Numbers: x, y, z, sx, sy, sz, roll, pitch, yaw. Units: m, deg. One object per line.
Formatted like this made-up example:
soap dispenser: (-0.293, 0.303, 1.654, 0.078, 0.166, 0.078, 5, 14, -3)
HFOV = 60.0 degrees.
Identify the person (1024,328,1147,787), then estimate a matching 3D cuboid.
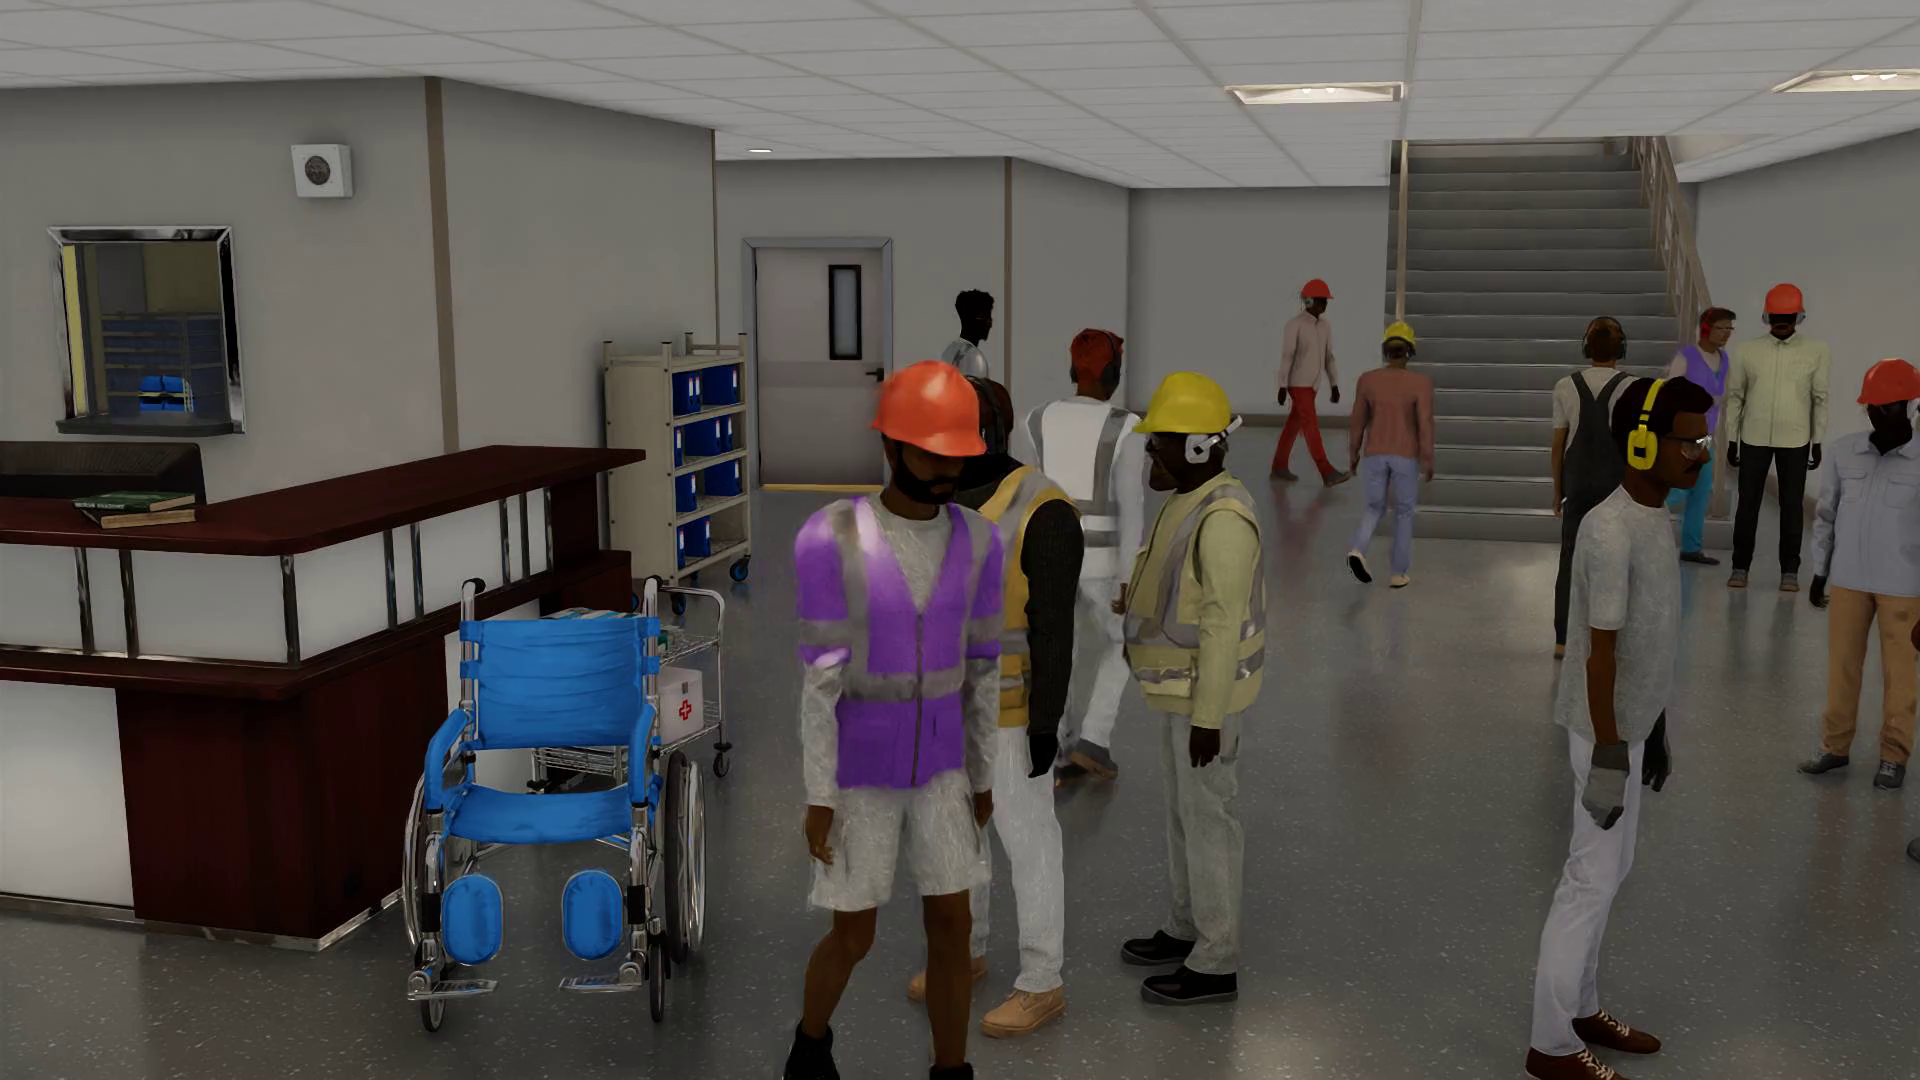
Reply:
person: (0.507, 0.085, 6.738, 0.581, 1.870, 0.438, 6, 11, 32)

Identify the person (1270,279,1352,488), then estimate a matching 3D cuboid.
person: (3.329, -1.471, 15.670, 1.024, 1.934, 0.640, 9, 13, 44)

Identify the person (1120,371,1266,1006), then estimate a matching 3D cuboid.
person: (0.673, 0.425, 4.858, 0.403, 1.828, 0.596, -1, 10, -5)

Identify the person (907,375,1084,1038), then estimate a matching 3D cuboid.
person: (0.052, 0.455, 4.665, 0.431, 1.836, 0.626, -9, 13, -44)

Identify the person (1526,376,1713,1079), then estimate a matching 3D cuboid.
person: (1.701, 0.507, 4.286, 0.336, 1.861, 0.496, 6, 11, 31)

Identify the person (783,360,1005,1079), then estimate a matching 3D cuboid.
person: (-0.132, 0.532, 3.923, 0.581, 1.914, 0.589, -5, 11, -29)

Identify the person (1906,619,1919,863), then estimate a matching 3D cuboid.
person: (3.604, 0.216, 5.732, 0.602, 1.941, 0.402, 0, 10, 2)

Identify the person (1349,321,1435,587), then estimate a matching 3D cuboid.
person: (2.768, -0.537, 10.755, 0.558, 1.742, 0.576, 6, 12, 34)

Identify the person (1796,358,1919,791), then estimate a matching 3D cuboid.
person: (3.722, 0.137, 6.751, 0.344, 1.747, 0.572, -7, 12, -37)

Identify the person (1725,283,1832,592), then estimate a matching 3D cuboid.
person: (5.266, -0.657, 10.752, 0.602, 1.985, 0.404, 5, 11, 28)

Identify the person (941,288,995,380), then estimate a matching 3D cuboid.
person: (0.045, -0.623, 10.650, 0.386, 1.956, 0.607, -2, 10, -14)

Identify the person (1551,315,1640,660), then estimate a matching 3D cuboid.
person: (3.376, -0.257, 8.796, 0.508, 1.847, 0.345, 7, 12, 35)
